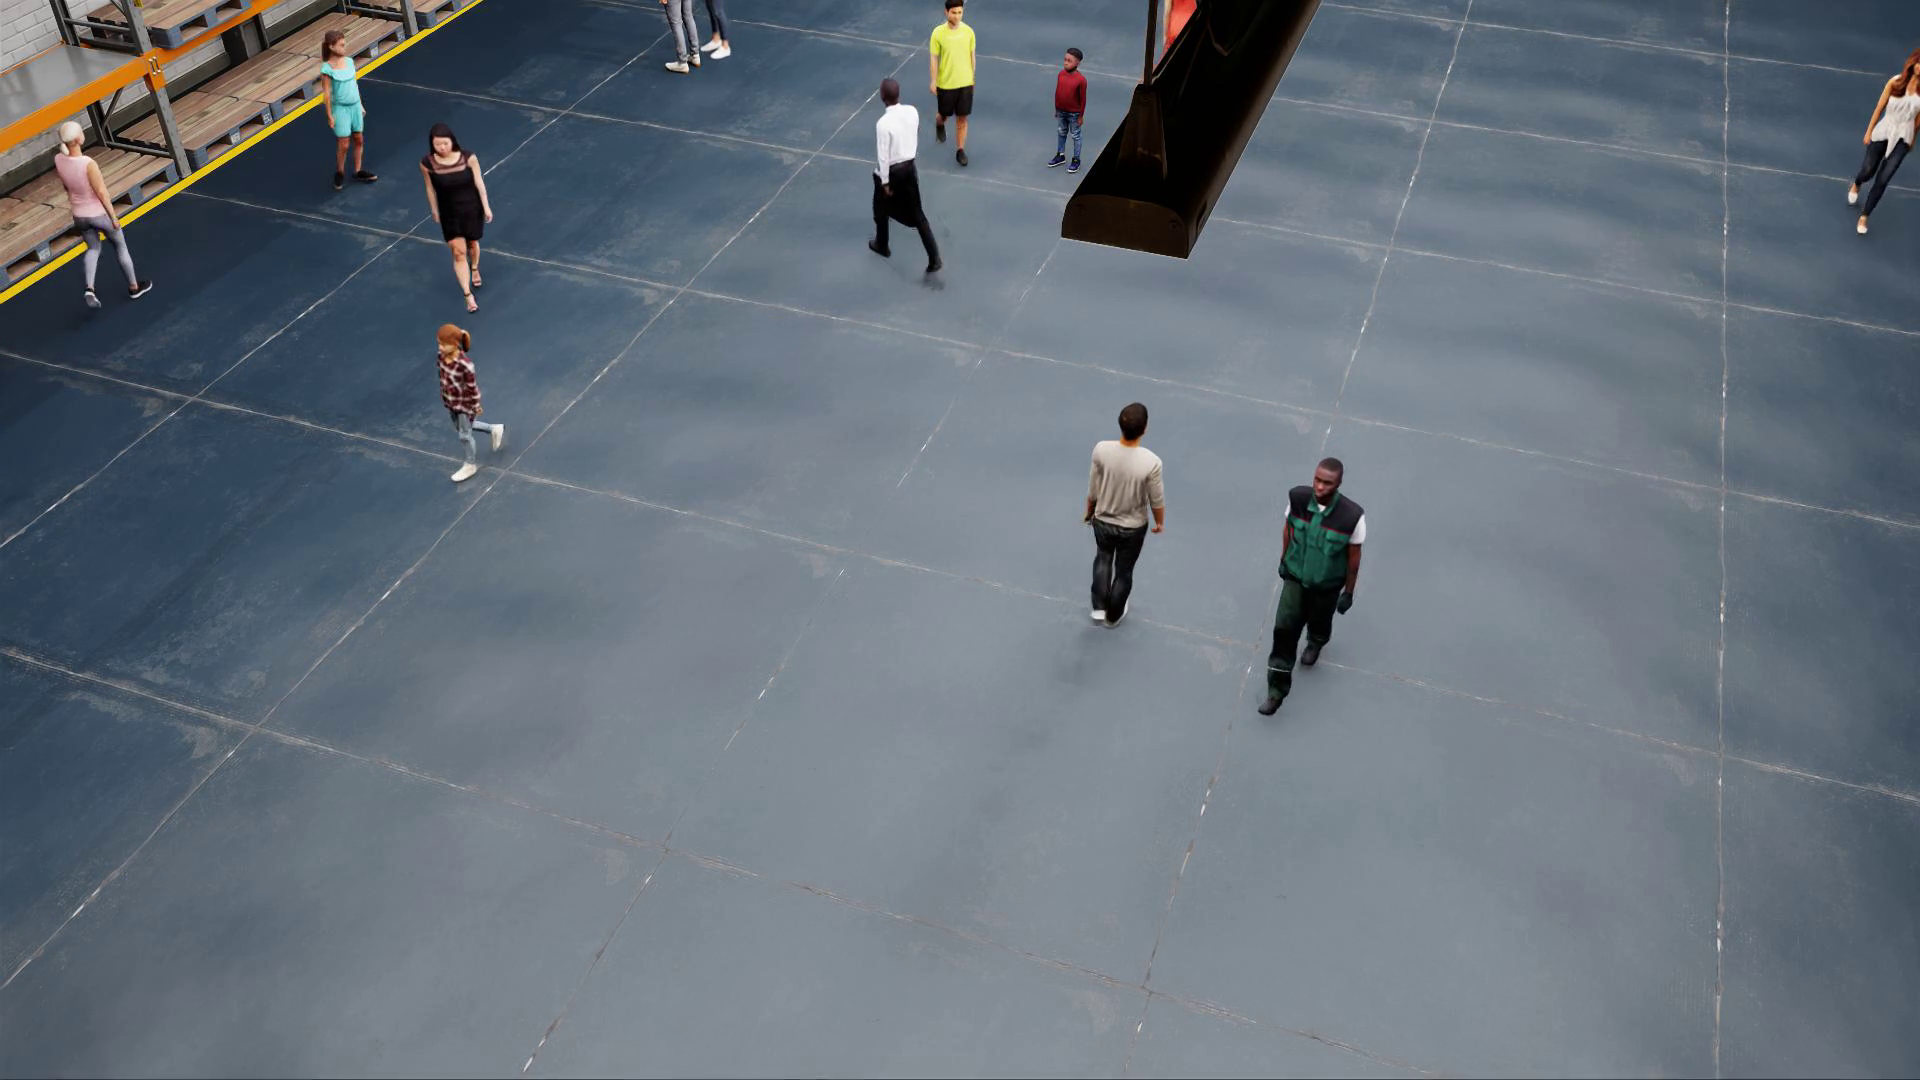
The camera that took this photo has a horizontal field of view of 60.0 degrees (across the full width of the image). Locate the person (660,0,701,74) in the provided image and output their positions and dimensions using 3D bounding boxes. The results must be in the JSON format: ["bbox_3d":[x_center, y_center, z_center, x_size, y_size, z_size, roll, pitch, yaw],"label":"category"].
[{"bbox_3d":[-3.159,-6.201,18.583,0.752,1.894,0.580,23,44,26],"label":"person"}]

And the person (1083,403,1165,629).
[{"bbox_3d":[1.038,-0.090,11.003,0.684,1.805,0.637,14,41,17],"label":"person"}]

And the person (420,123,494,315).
[{"bbox_3d":[-4.391,-2.888,14.614,1.038,1.671,1.132,-13,41,-16],"label":"person"}]

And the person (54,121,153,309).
[{"bbox_3d":[-7.580,-2.801,14.471,0.687,1.714,0.945,6,39,7],"label":"person"}]

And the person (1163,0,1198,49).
[{"bbox_3d":[2.373,-5.344,17.690,0.744,1.670,1.187,6,39,8],"label":"person"}]

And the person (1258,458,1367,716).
[{"bbox_3d":[2.309,0.205,10.648,0.839,1.787,1.231,20,43,23],"label":"person"}]

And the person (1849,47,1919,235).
[{"bbox_3d":[8.768,-3.816,15.698,0.606,1.769,0.931,11,40,13],"label":"person"}]

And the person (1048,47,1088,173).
[{"bbox_3d":[1.112,-4.360,16.790,0.558,1.256,0.565,25,45,28],"label":"person"}]

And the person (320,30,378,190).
[{"bbox_3d":[-6.101,-4.252,16.419,0.780,1.551,0.604,28,47,31],"label":"person"}]

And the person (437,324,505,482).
[{"bbox_3d":[-3.757,-1.098,12.674,0.680,1.295,0.865,26,45,28],"label":"person"}]

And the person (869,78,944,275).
[{"bbox_3d":[-0.486,-3.218,14.927,1.268,1.797,1.160,-25,45,-28],"label":"person"}]

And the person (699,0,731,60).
[{"bbox_3d":[-2.811,-6.420,18.925,0.723,1.810,0.678,-20,43,-23],"label":"person"}]

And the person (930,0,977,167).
[{"bbox_3d":[-0.081,-4.687,16.851,0.925,1.690,1.060,-8,39,-10],"label":"person"}]
